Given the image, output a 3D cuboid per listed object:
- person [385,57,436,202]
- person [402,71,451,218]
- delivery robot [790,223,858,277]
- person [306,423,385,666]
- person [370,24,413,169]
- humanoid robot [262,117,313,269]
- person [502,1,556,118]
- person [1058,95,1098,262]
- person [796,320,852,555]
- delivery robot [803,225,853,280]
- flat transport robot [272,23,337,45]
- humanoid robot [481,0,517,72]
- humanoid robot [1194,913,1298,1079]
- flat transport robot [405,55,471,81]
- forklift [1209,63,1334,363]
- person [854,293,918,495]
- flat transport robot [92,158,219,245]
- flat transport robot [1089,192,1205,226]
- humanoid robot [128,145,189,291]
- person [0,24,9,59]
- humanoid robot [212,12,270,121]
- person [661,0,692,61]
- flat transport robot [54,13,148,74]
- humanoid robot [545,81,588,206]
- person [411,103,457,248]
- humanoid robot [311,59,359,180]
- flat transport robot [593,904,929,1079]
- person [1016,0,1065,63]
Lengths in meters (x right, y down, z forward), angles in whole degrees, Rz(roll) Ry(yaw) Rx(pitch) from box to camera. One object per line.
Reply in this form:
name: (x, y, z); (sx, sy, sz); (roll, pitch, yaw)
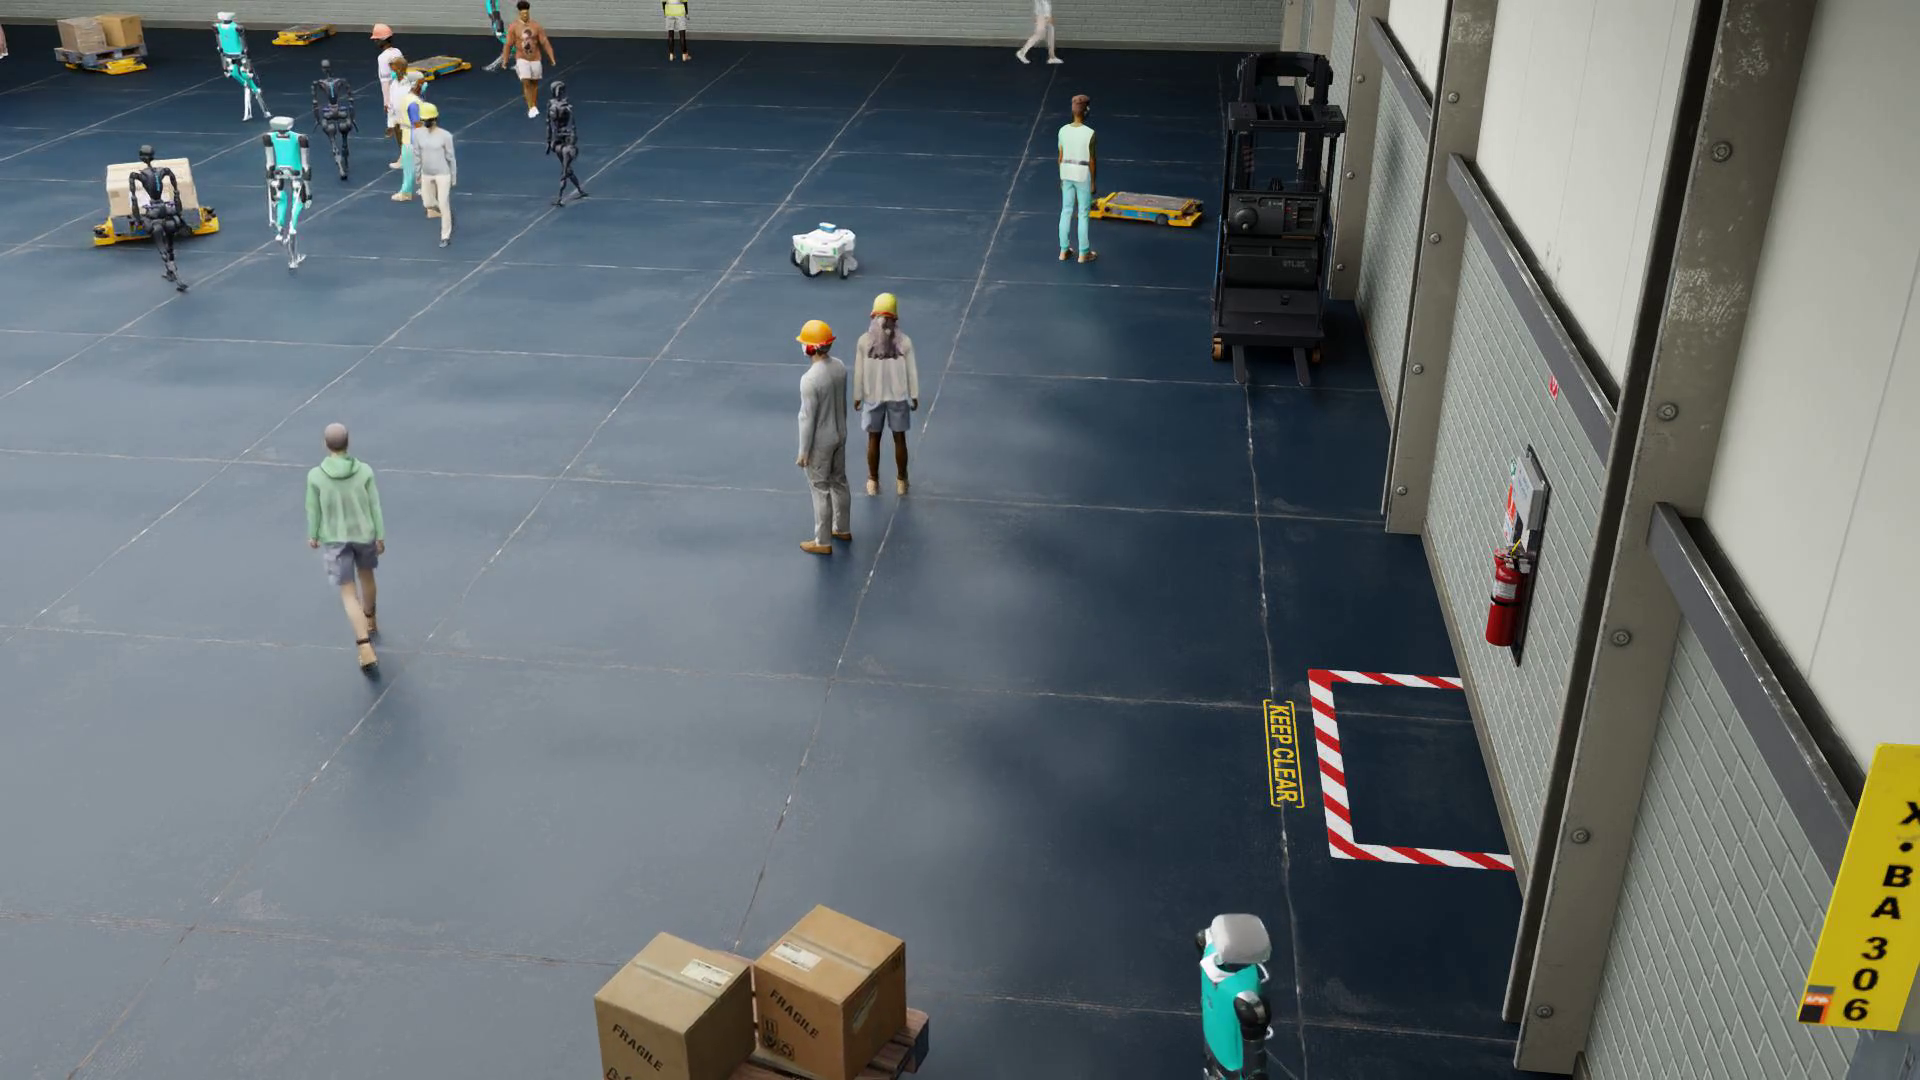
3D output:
person: (-7.502, -5.521, 22.365); (0.508, 1.881, 0.887); (22, 34, 37)
person: (-6.992, -5.145, 21.611); (0.459, 1.881, 0.540); (-5, 27, -10)
delivery robot: (-1.607, -3.455, 19.709); (0.785, 0.587, 0.499); (-10, 28, -20)
person: (-4.221, 0.013, 11.507); (0.476, 1.706, 0.885); (-14, 30, -26)
person: (-8.141, -6.359, 23.875); (0.407, 2.035, 0.598); (2, 27, 4)
humanoid robot: (-7.910, -3.999, 19.486); (0.533, 1.765, 0.865); (0, 27, 1)
person: (-6.954, -7.749, 26.862); (0.821, 1.823, 0.825); (-12, 29, -22)
person: (1.398, -4.294, 19.807); (0.488, 1.978, 0.400); (15, 30, 27)
person: (-1.069, -0.801, 12.937); (0.380, 1.890, 0.562); (15, 30, 27)
delivery robot: (-1.519, -3.413, 19.623); (0.499, 0.586, 0.773); (6, 27, 12)
flat transport robot: (-13.172, -10.167, 33.434); (0.659, 0.231, 1.431); (3, 27, 7)
humanoid robot: (-8.239, -9.294, 30.042); (1.010, 1.721, 0.550); (-12, 29, -22)
humanoid robot: (1.298, 2.264, 6.934); (0.689, 1.751, 0.531); (-7, 27, -14)
flat transport robot: (-9.594, -8.570, 30.248); (0.659, 0.231, 1.431); (9, 28, 17)
forklift: (3.241, -3.477, 17.183); (1.129, 2.768, 1.873); (3, 27, 6)
person: (-0.615, -1.191, 13.848); (0.540, 1.762, 0.409); (0, 27, -1)
flat transport robot: (-10.202, -3.995, 21.113); (1.431, 0.231, 0.659); (-12, 29, -22)
flat transport robot: (2.432, -4.341, 21.805); (1.431, 0.231, 0.659); (11, 28, 20)
humanoid robot: (-9.135, -3.679, 18.979); (0.794, 1.631, 0.609); (21, 34, 36)
person: (-18.412, -10.061, 31.396); (0.409, 1.910, 0.636); (-2, 27, -3)
humanoid robot: (-11.435, -7.523, 26.633); (0.547, 1.891, 0.789); (5, 27, 10)
person: (-5.342, -9.882, 31.267); (0.534, 1.699, 0.318); (5, 27, 11)
flat transport robot: (-15.788, -8.815, 30.736); (1.431, 0.231, 0.659); (15, 30, 27)
humanoid robot: (-5.304, -5.298, 22.191); (0.601, 1.624, 0.783); (19, 32, 33)
person: (-6.445, -4.528, 20.516); (0.533, 1.751, 0.588); (4, 27, 8)
humanoid robot: (-8.817, -5.929, 23.486); (0.593, 1.646, 0.798); (-12, 29, -22)
flat transport robot: (-0.872, 2.624, 7.901); (0.659, 0.231, 1.431); (11, 29, 21)
person: (1.505, -9.785, 30.908); (0.868, 1.849, 0.499); (1, 27, 3)
